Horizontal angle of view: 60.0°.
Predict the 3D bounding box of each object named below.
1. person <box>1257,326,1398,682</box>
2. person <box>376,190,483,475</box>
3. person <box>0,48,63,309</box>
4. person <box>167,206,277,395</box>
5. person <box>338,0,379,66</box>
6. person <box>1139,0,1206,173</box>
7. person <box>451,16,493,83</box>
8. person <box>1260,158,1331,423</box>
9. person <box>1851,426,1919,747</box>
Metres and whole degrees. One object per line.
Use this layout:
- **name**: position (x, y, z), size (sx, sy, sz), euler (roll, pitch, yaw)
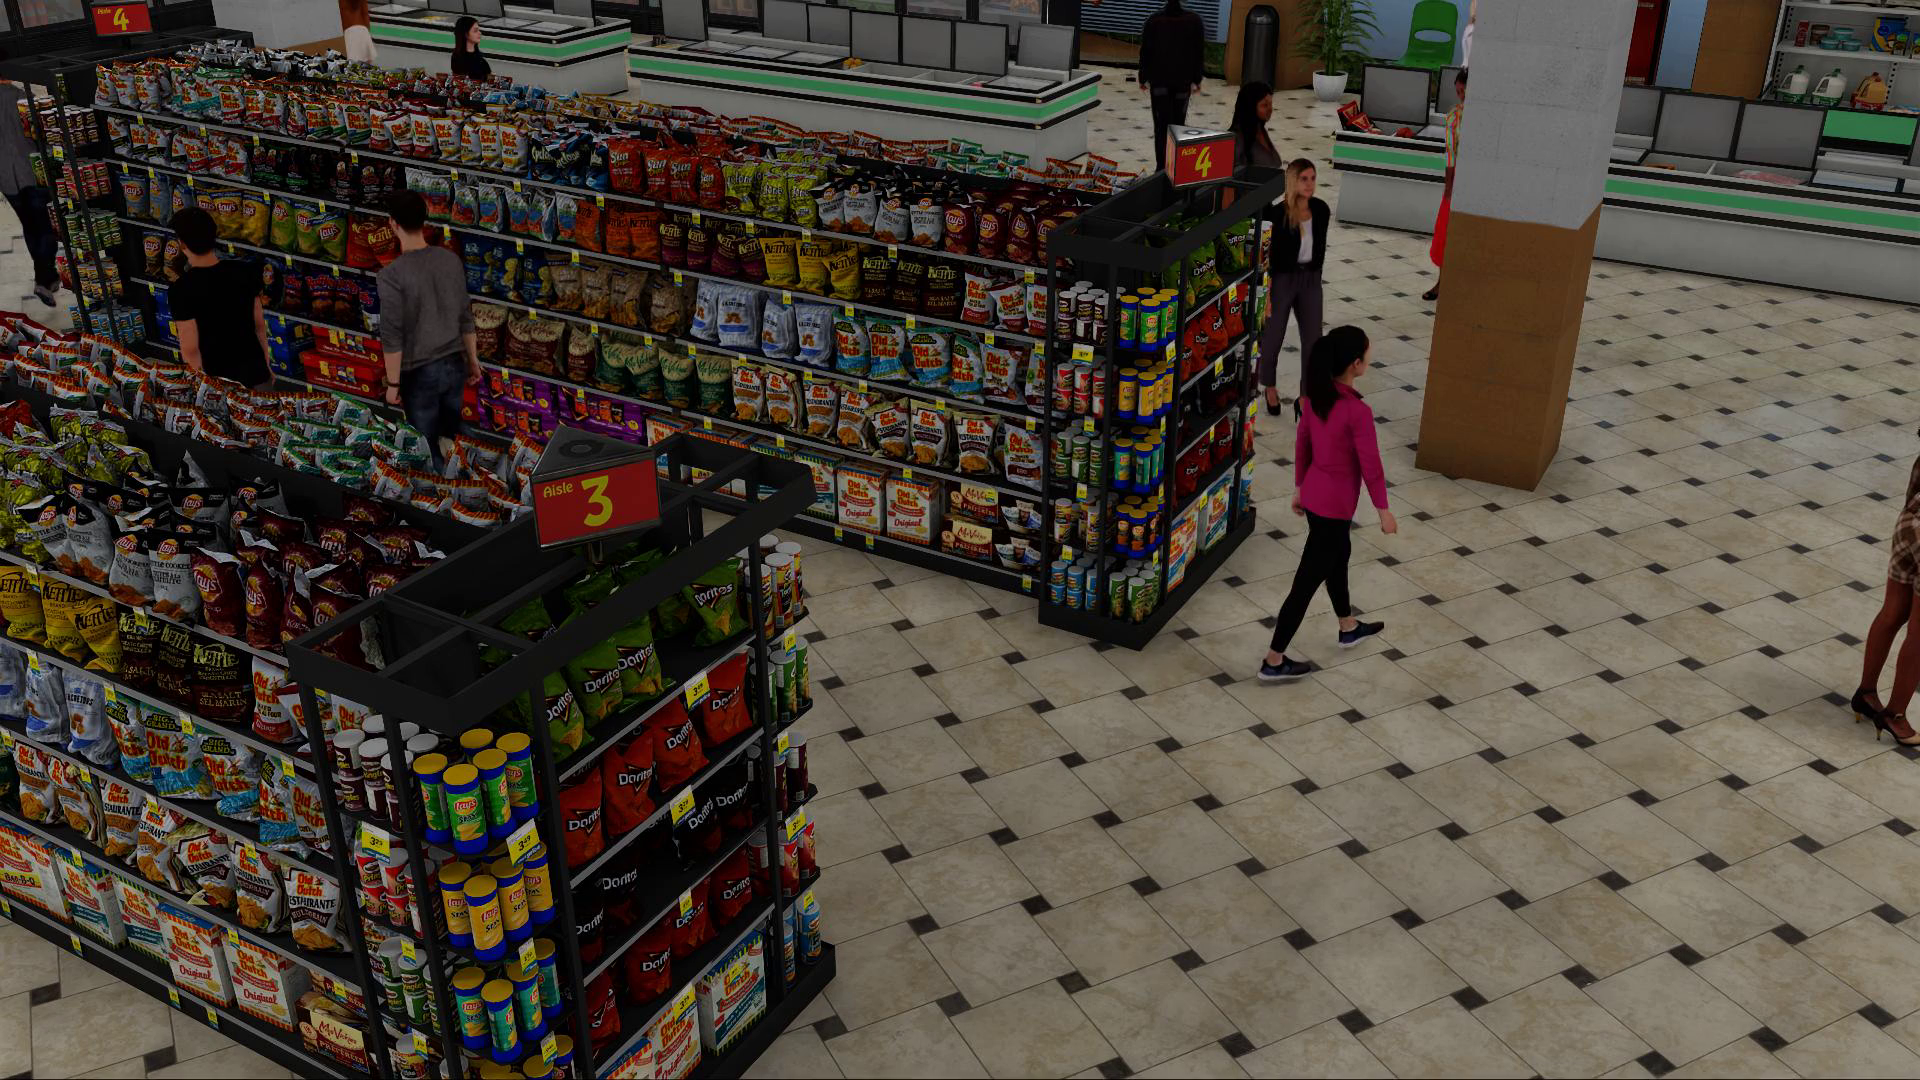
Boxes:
- **person**: position (1.562, -0.117, 7.450), size (1.021, 1.668, 0.995), euler (-8, 28, -16)
- **person**: position (-2.696, -0.863, 8.674), size (0.849, 1.891, 0.715), euler (17, 31, 30)
- **person**: position (-6.856, -2.603, 12.166), size (1.206, 1.837, 1.208), euler (-4, 27, -7)
- **person**: position (-3.700, -0.795, 8.593), size (1.160, 1.844, 0.798), euler (20, 33, 34)
- **person**: position (-6.431, -5.321, 17.658), size (0.583, 1.717, 0.633), euler (18, 32, 31)
- **person**: position (1.959, -4.196, 15.328), size (1.006, 1.818, 1.050), euler (-2, 27, -4)
- **person**: position (-4.384, -3.787, 14.750), size (1.134, 1.612, 0.795), euler (6, 28, 12)
- **person**: position (2.009, -1.543, 10.277), size (0.850, 1.655, 0.908), euler (-6, 28, -12)
- **person**: position (4.099, 0.038, 7.007), size (0.701, 1.792, 0.670), euler (-2, 27, -3)
